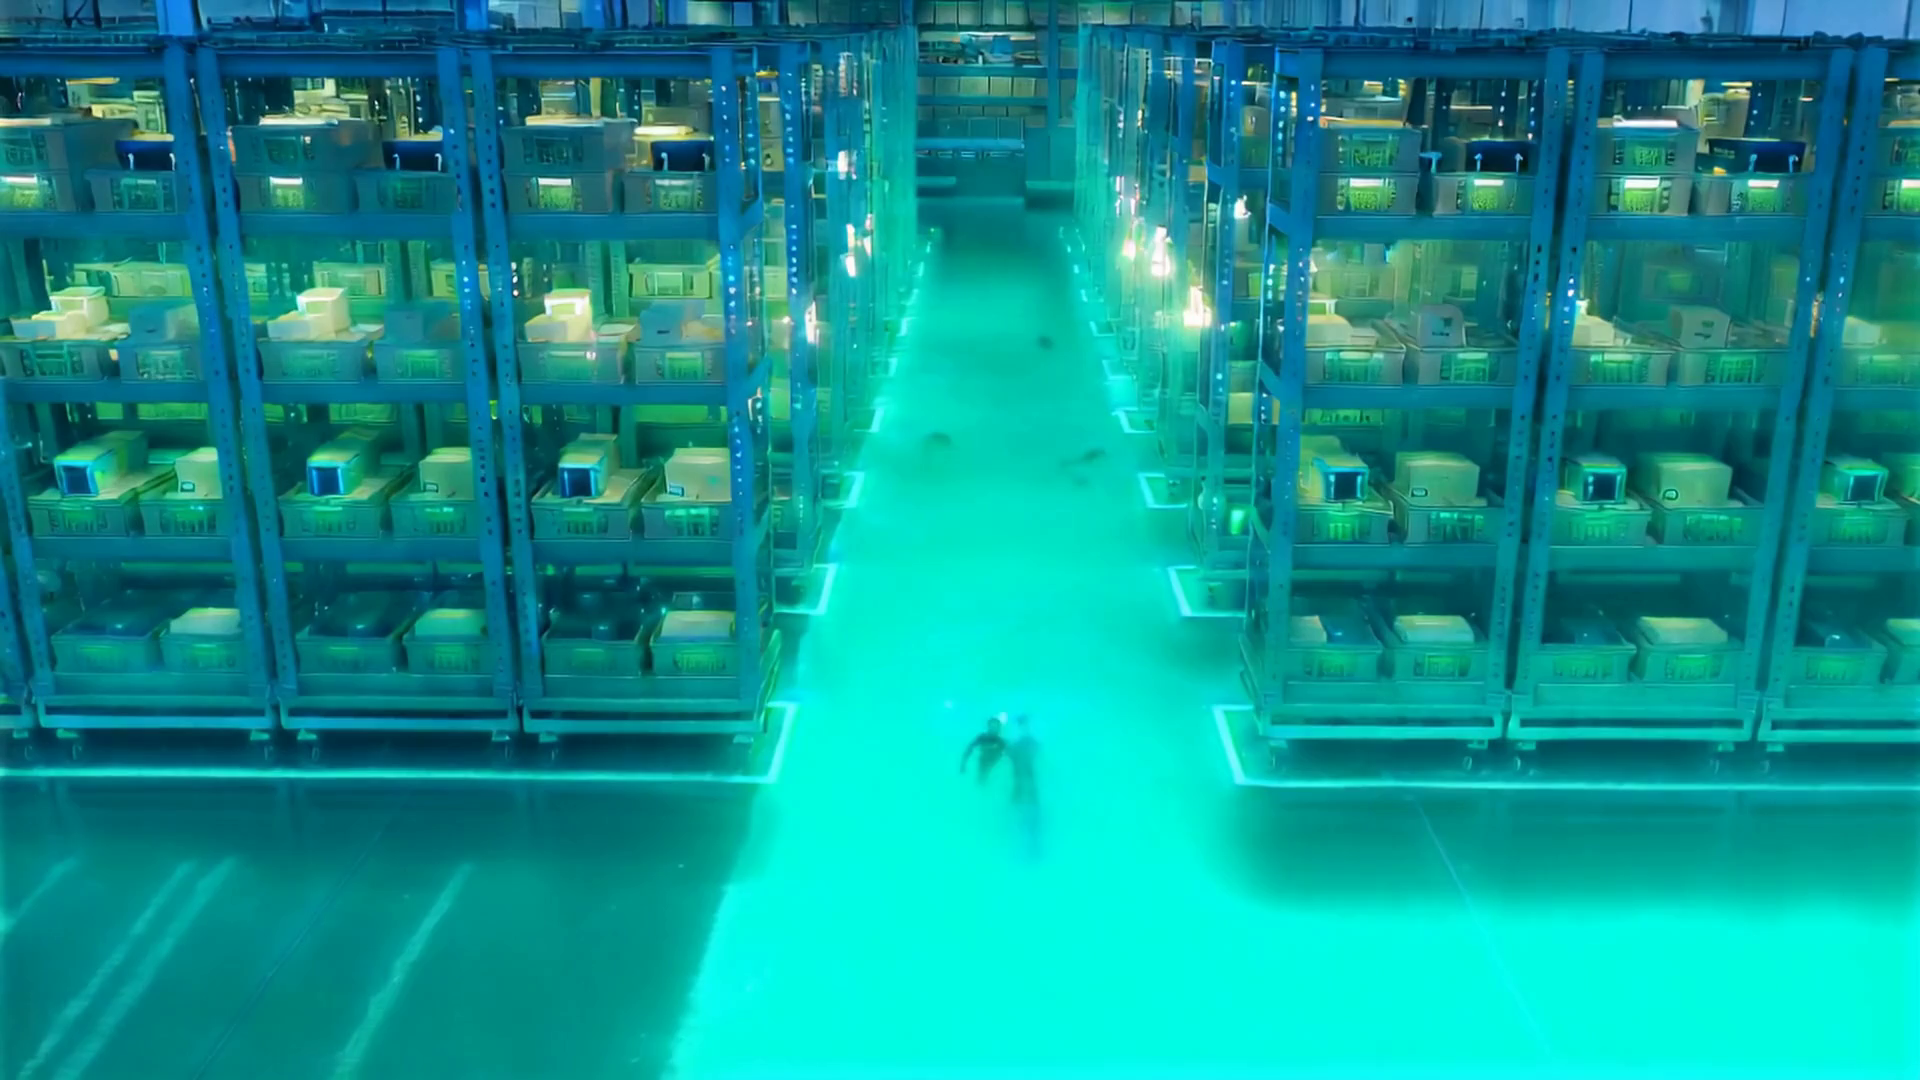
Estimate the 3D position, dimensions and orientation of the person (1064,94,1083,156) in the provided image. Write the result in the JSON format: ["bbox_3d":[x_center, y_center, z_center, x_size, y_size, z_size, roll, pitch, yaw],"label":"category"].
[{"bbox_3d":[2.917,-10.489,42.738,0.614,1.885,1.021,13,22,36],"label":"person"}]
